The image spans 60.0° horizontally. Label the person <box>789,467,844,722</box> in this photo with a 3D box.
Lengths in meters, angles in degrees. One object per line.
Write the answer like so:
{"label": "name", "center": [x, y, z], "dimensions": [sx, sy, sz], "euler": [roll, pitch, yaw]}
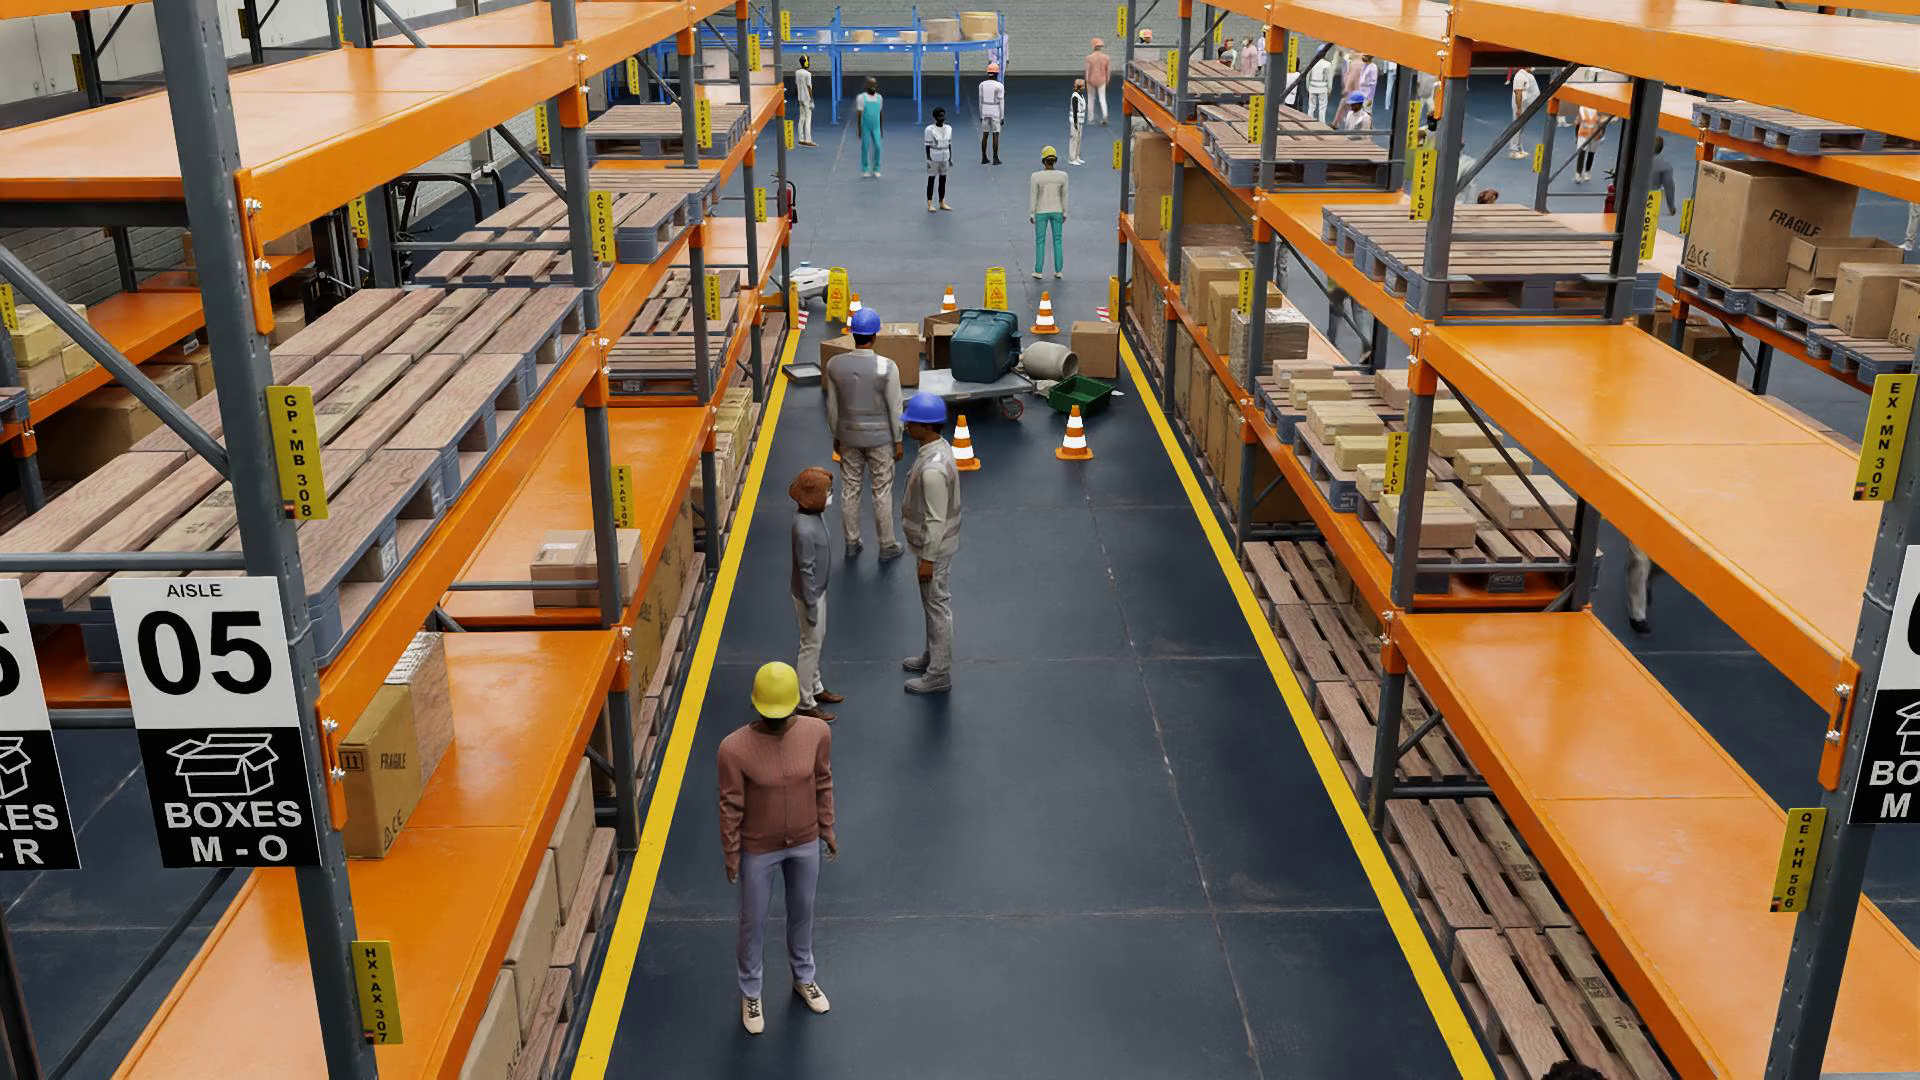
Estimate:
{"label": "person", "center": [-0.886, 0.324, 10.080], "dimensions": [0.285, 1.623, 0.510], "euler": [1, 21, 1]}

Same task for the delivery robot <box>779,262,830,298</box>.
{"label": "delivery robot", "center": [-1.939, -3.245, 20.868], "dimensions": [0.477, 0.478, 0.707], "euler": [16, 26, 36]}

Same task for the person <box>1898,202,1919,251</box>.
{"label": "person", "center": [14.075, -5.096, 24.255], "dimensions": [0.484, 1.734, 0.333], "euler": [0, 21, -1]}

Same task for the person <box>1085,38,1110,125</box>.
{"label": "person", "center": [3.193, -10.587, 38.444], "dimensions": [0.622, 1.968, 0.881], "euler": [-5, 21, -13]}

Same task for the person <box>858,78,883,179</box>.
{"label": "person", "center": [-1.643, -7.581, 30.702], "dimensions": [0.555, 1.810, 0.660], "euler": [-9, 23, -23]}

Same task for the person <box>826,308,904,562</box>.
{"label": "person", "center": [-0.704, -0.786, 12.558], "dimensions": [0.604, 1.949, 0.389], "euler": [7, 22, 17]}

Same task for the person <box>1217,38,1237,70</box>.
{"label": "person", "center": [6.445, -11.257, 40.398], "dimensions": [0.565, 1.836, 0.384], "euler": [-13, 24, -30]}

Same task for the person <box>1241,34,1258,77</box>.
{"label": "person", "center": [6.926, -11.207, 40.118], "dimensions": [0.370, 1.940, 0.630], "euler": [-6, 22, -16]}

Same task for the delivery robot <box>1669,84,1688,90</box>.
{"label": "delivery robot", "center": [19.753, -12.557, 45.480], "dimensions": [0.477, 0.478, 0.707], "euler": [-8, 22, -20]}

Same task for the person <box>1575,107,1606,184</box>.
{"label": "person", "center": [11.455, -7.336, 30.286], "dimensions": [0.538, 1.651, 0.864], "euler": [7, 22, 18]}

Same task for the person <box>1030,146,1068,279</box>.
{"label": "person", "center": [1.190, -4.405, 22.392], "dimensions": [0.528, 1.759, 0.339], "euler": [-4, 21, -11]}

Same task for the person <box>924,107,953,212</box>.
{"label": "person", "center": [-0.350, -6.274, 27.413], "dimensions": [0.530, 1.697, 0.322], "euler": [-14, 25, -32]}

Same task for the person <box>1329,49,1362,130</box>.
{"label": "person", "center": [8.824, -10.139, 37.424], "dimensions": [1.032, 1.858, 0.643], "euler": [3, 21, 7]}

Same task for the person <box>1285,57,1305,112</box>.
{"label": "person", "center": [6.804, -8.973, 34.273], "dimensions": [0.608, 1.905, 0.404], "euler": [18, 27, 40]}

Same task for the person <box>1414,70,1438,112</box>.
{"label": "person", "center": [10.051, -9.528, 35.826], "dimensions": [0.593, 1.842, 0.451], "euler": [-4, 21, -10]}

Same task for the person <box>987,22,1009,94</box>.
{"label": "person", "center": [1.048, -13.002, 44.918], "dimensions": [0.636, 1.902, 0.406], "euler": [-10, 23, -25]}

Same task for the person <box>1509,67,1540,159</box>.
{"label": "person", "center": [11.355, -8.714, 33.387], "dimensions": [0.538, 2.000, 0.683], "euler": [13, 24, 31]}

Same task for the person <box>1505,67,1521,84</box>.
{"label": "person", "center": [15.913, -13.914, 47.524], "dimensions": [0.523, 1.760, 0.327], "euler": [9, 23, 23]}

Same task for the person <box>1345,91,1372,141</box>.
{"label": "person", "center": [6.521, -6.430, 27.495], "dimensions": [0.416, 1.940, 0.611], "euler": [-6, 22, -16]}

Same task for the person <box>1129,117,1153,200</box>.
{"label": "person", "center": [3.050, -6.680, 28.441], "dimensions": [0.493, 1.733, 0.318], "euler": [4, 21, 11]}

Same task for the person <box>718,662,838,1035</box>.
{"label": "person", "center": [-0.777, 1.326, 7.242], "dimensions": [0.531, 1.760, 0.332], "euler": [-10, 23, -25]}

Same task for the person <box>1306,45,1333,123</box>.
{"label": "person", "center": [7.901, -9.880, 36.594], "dimensions": [0.603, 1.949, 0.389], "euler": [14, 25, 33]}

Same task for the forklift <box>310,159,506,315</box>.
{"label": "forklift", "center": [-5.622, -2.910, 17.832], "dimensions": [2.313, 2.155, 1.214], "euler": [-1, 21, -1]}

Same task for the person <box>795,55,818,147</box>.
{"label": "person", "center": [-3.253, -9.253, 35.049], "dimensions": [0.314, 1.869, 0.536], "euler": [-19, 28, -40]}

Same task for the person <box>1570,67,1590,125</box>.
{"label": "person", "center": [14.436, -10.473, 38.617], "dimensions": [0.285, 1.624, 0.509], "euler": [12, 24, 28]}

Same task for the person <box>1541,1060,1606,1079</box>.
{"label": "person", "center": [1.713, 2.242, 4.920], "dimensions": [0.534, 1.673, 0.686], "euler": [-8, 22, -19]}

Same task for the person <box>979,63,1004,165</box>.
{"label": "person", "center": [0.632, -8.314, 32.487], "dimensions": [0.544, 1.930, 0.388], "euler": [11, 24, 28]}

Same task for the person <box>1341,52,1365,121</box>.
{"label": "person", "center": [9.251, -10.761, 39.004], "dimensions": [0.599, 1.899, 0.508], "euler": [-6, 22, -16]}

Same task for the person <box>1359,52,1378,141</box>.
{"label": "person", "center": [8.568, -9.402, 35.200], "dimensions": [0.383, 2.041, 0.616], "euler": [-3, 21, -9]}

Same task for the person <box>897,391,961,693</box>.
{"label": "person", "center": [-0.189, 0.009, 10.459], "dimensions": [0.391, 1.948, 0.605], "euler": [-1, 21, -2]}

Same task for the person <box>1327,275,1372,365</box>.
{"label": "person", "center": [4.280, -2.778, 18.159], "dimensions": [0.554, 1.712, 0.866], "euler": [-5, 21, -12]}

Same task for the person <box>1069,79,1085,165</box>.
{"label": "person", "center": [2.294, -8.175, 32.539], "dimensions": [0.313, 1.632, 0.520], "euler": [6, 22, 16]}
